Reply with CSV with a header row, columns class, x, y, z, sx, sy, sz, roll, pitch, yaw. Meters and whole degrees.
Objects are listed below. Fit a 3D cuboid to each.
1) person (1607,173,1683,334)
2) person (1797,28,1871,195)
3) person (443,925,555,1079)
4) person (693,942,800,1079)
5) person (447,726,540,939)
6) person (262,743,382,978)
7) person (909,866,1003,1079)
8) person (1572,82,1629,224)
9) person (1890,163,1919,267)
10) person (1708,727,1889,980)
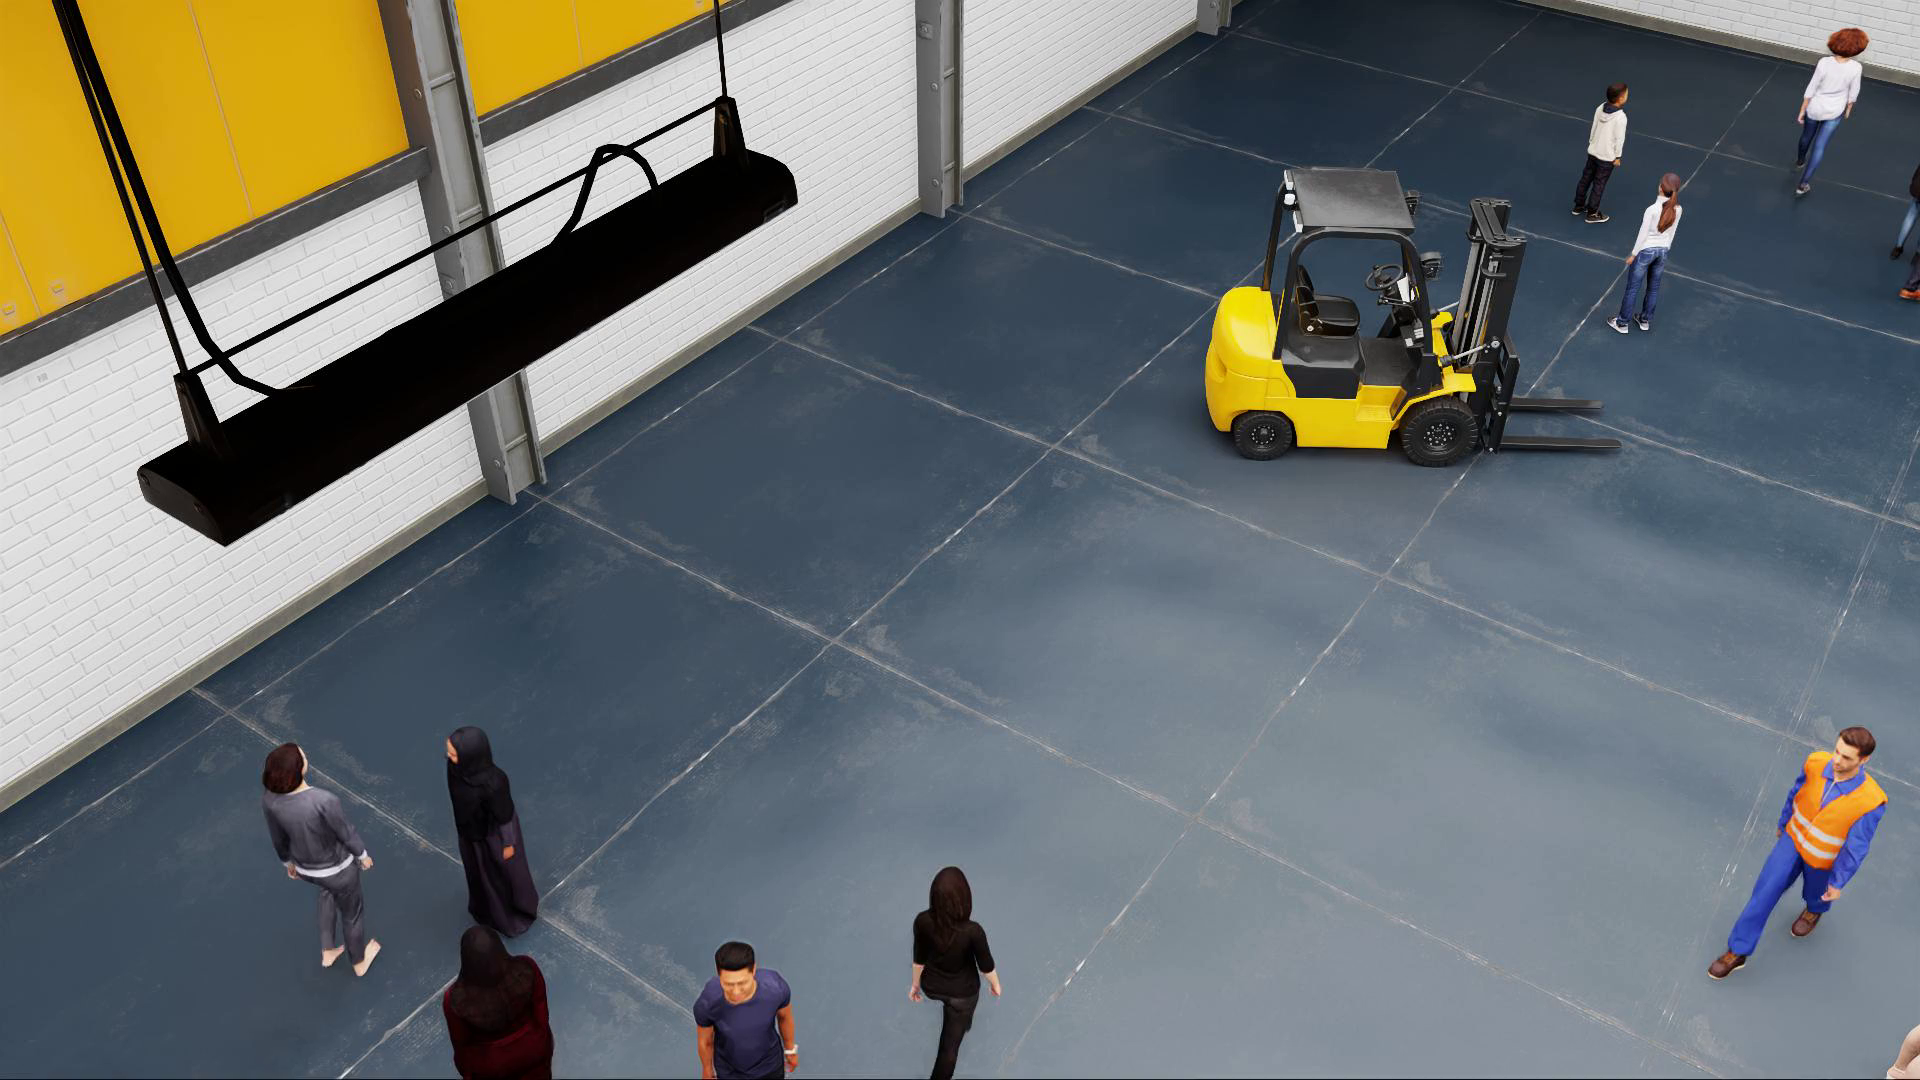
class,x,y,z,sx,sy,sz,roll,pitch,yaw
person,6.287,-2.611,15.131,0.619,1.558,0.682,-7,39,-9
person,8.998,-4.431,17.331,0.668,1.658,1.159,23,44,26
person,-2.261,2.638,8.412,0.865,1.741,0.902,-21,43,-24
person,-1.064,2.606,8.412,0.688,1.791,0.773,-9,40,-11
person,-2.756,1.666,9.731,0.612,1.615,0.591,26,45,29
person,-3.608,1.877,9.353,0.730,1.757,0.767,7,39,9
person,-0.079,2.438,8.787,0.800,1.588,1.157,15,41,18
person,6.520,-3.942,16.881,0.681,1.455,0.660,-15,41,-18
person,9.458,-3.450,16.122,0.596,1.634,0.576,24,44,27
person,4.916,1.747,9.461,1.282,1.825,0.920,-27,46,-29
